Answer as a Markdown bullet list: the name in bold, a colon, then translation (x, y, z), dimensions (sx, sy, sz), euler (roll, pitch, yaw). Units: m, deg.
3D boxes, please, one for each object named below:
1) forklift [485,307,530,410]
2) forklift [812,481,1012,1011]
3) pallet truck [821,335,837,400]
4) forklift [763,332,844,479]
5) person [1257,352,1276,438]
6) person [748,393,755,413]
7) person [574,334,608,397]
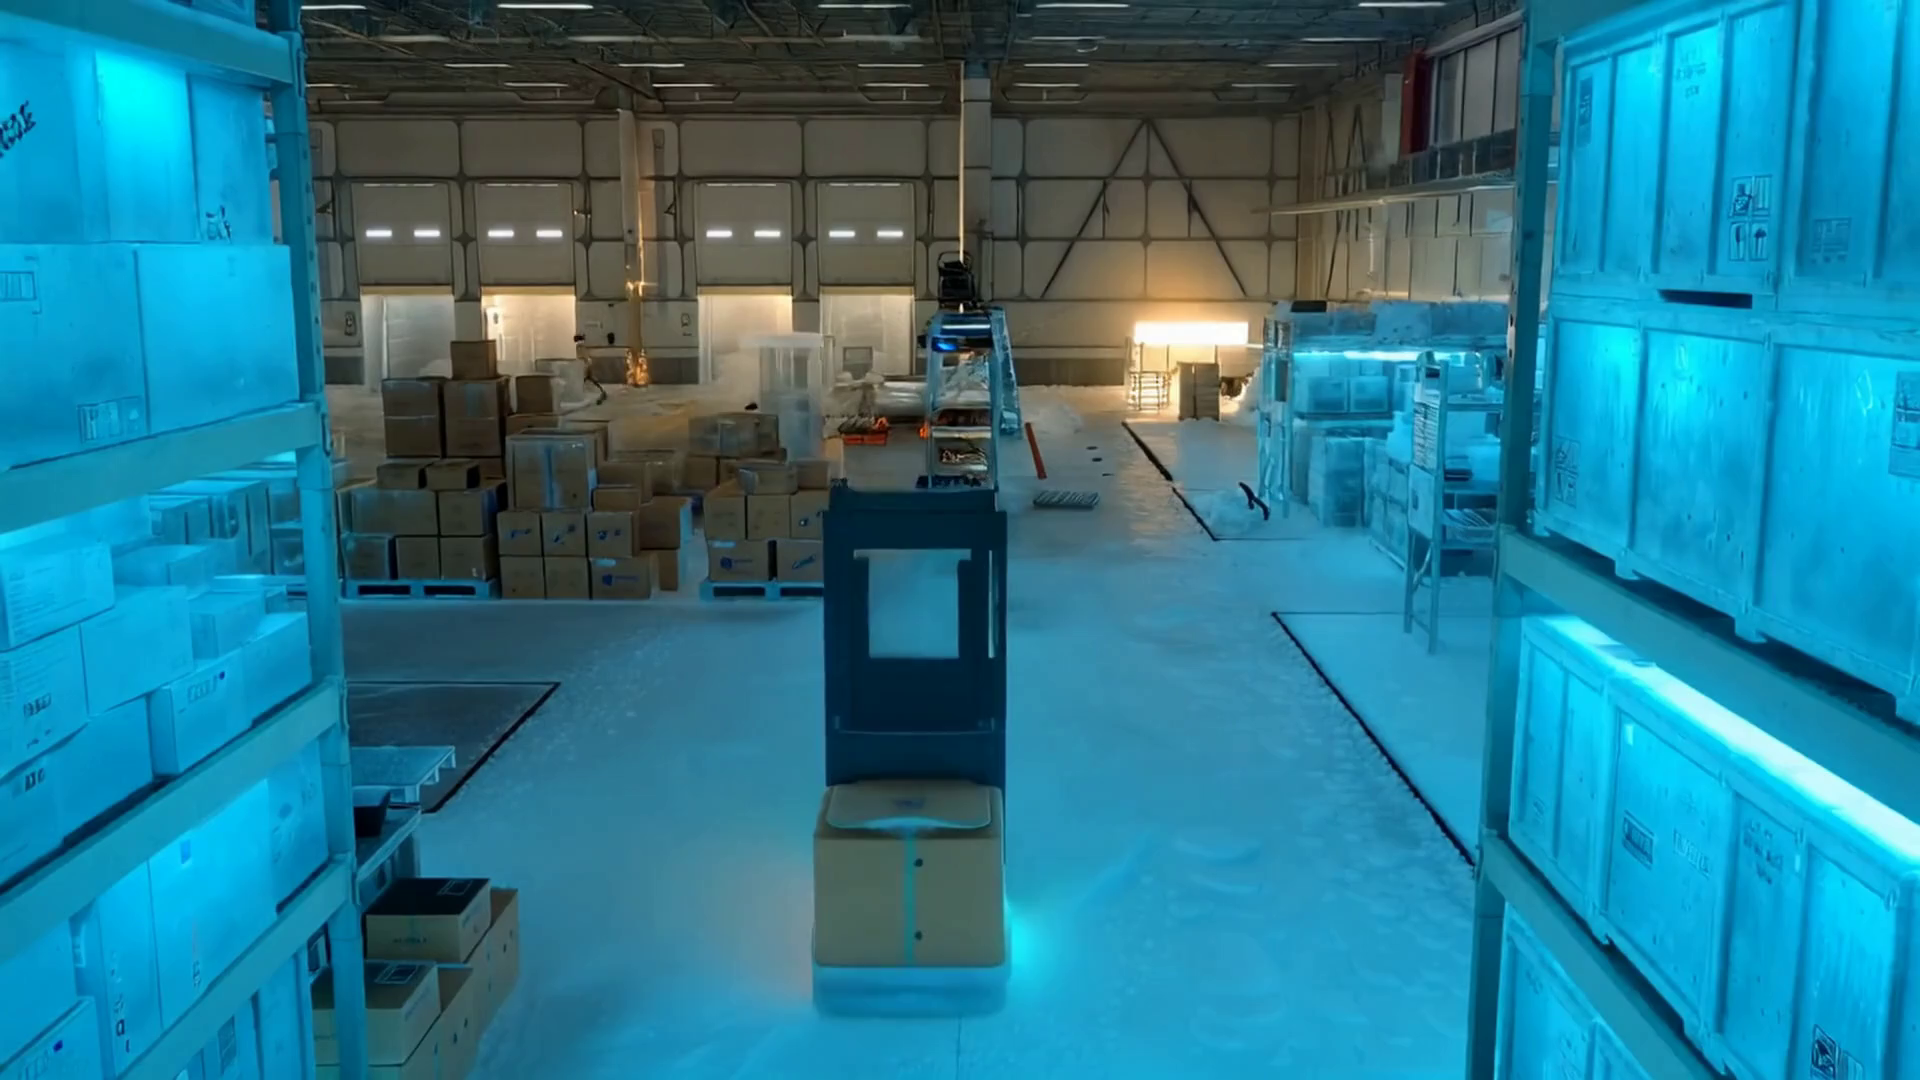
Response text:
- **forklift**: translation (-10.754, -4.150, 39.646), dimensions (1.129, 2.768, 1.873), euler (0, 10, 1)
- **forklift**: translation (-0.267, 1.051, 9.636), dimensions (1.129, 2.768, 1.873), euler (0, 10, 1)
- **pallet truck**: translation (-3.021, -4.312, 43.126), dimensions (1.885, 1.965, 0.823), euler (3, 10, 17)
- **forklift**: translation (-2.714, -2.017, 27.341), dimensions (1.129, 2.768, 1.873), euler (3, 10, 17)
- **person**: translation (6.921, -3.228, 37.048), dimensions (0.628, 1.936, 0.375), euler (1, 10, 4)
- **person**: translation (-3.328, -1.595, 27.825), dimensions (0.648, 1.869, 1.063), euler (7, 12, 33)
- **person**: translation (-10.464, -4.893, 46.918), dimensions (1.028, 1.866, 0.556), euler (-3, 10, -19)
